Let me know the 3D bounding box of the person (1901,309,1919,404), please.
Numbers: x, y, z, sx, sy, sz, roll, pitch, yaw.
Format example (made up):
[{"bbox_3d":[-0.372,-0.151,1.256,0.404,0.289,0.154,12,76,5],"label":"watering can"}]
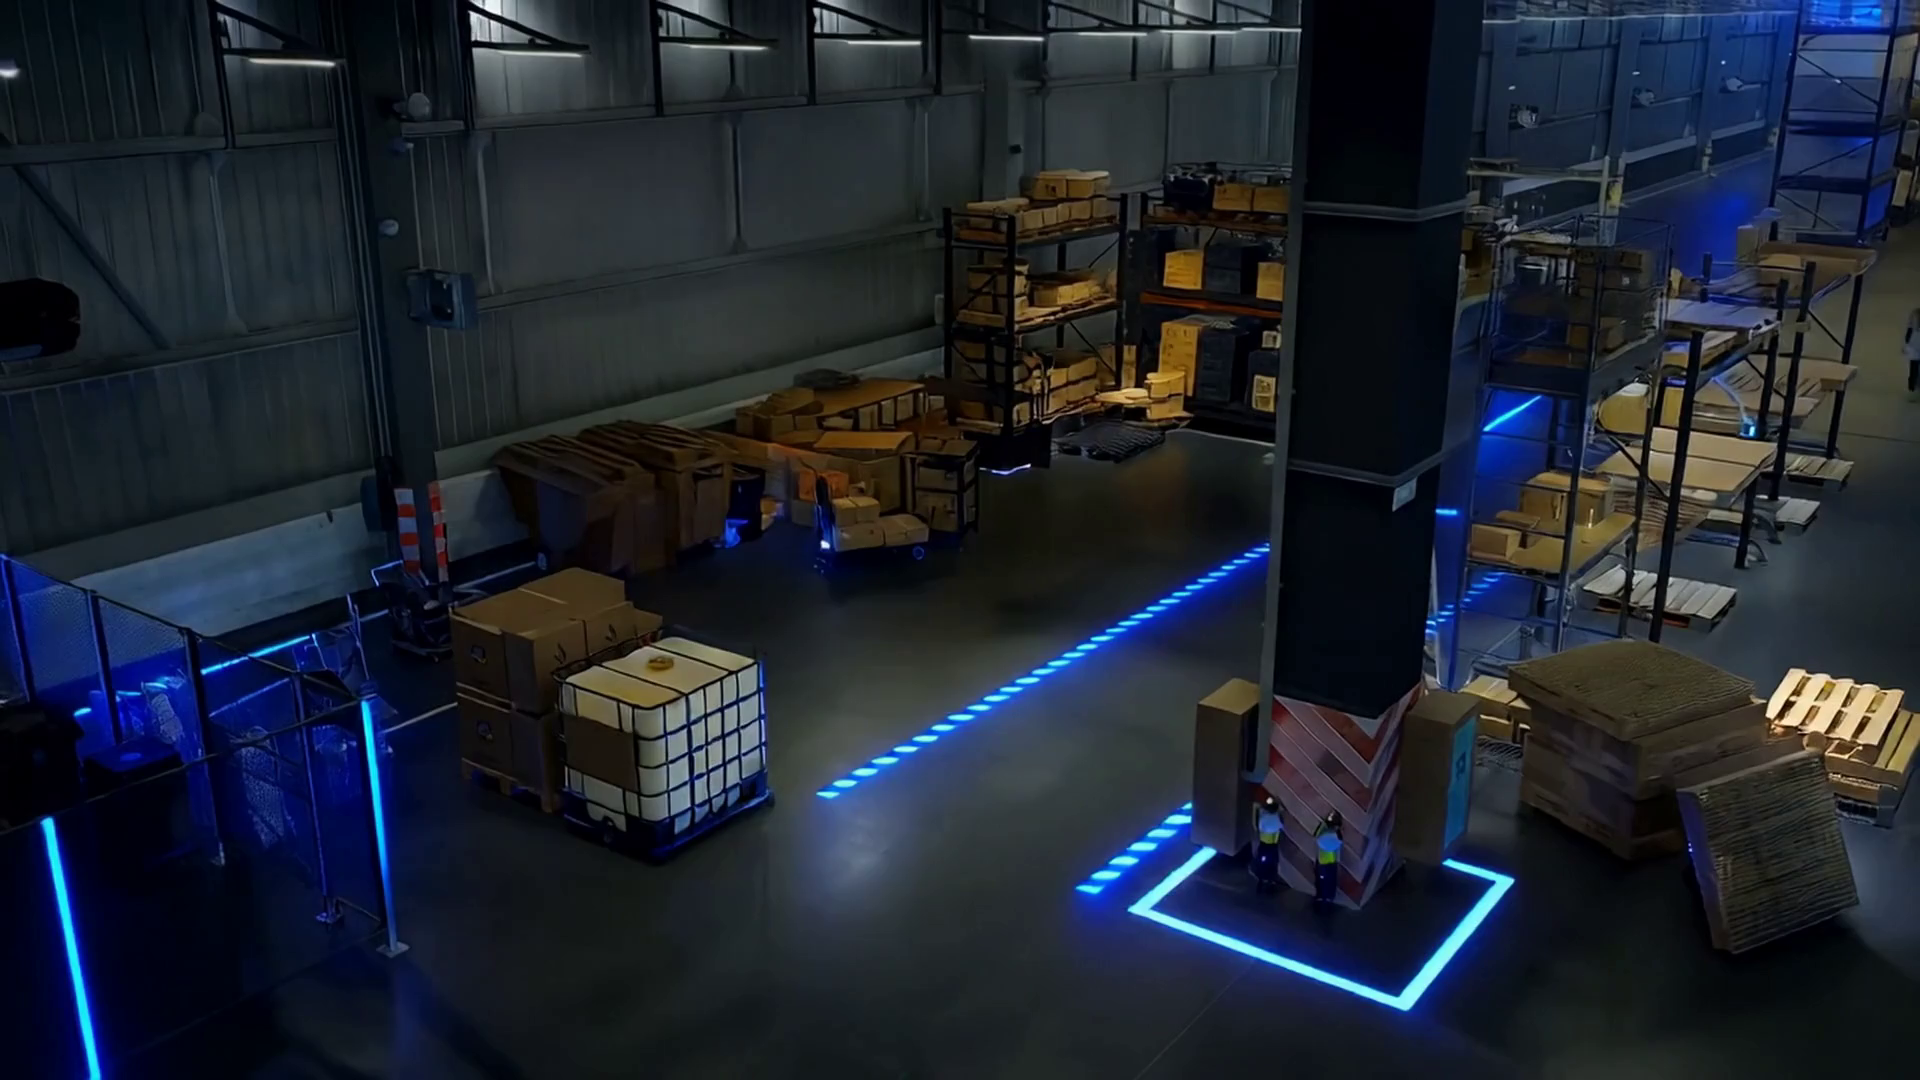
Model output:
[{"bbox_3d":[13.986,-2.787,24.080,0.544,1.646,0.878,5,19,15],"label":"person"}]
